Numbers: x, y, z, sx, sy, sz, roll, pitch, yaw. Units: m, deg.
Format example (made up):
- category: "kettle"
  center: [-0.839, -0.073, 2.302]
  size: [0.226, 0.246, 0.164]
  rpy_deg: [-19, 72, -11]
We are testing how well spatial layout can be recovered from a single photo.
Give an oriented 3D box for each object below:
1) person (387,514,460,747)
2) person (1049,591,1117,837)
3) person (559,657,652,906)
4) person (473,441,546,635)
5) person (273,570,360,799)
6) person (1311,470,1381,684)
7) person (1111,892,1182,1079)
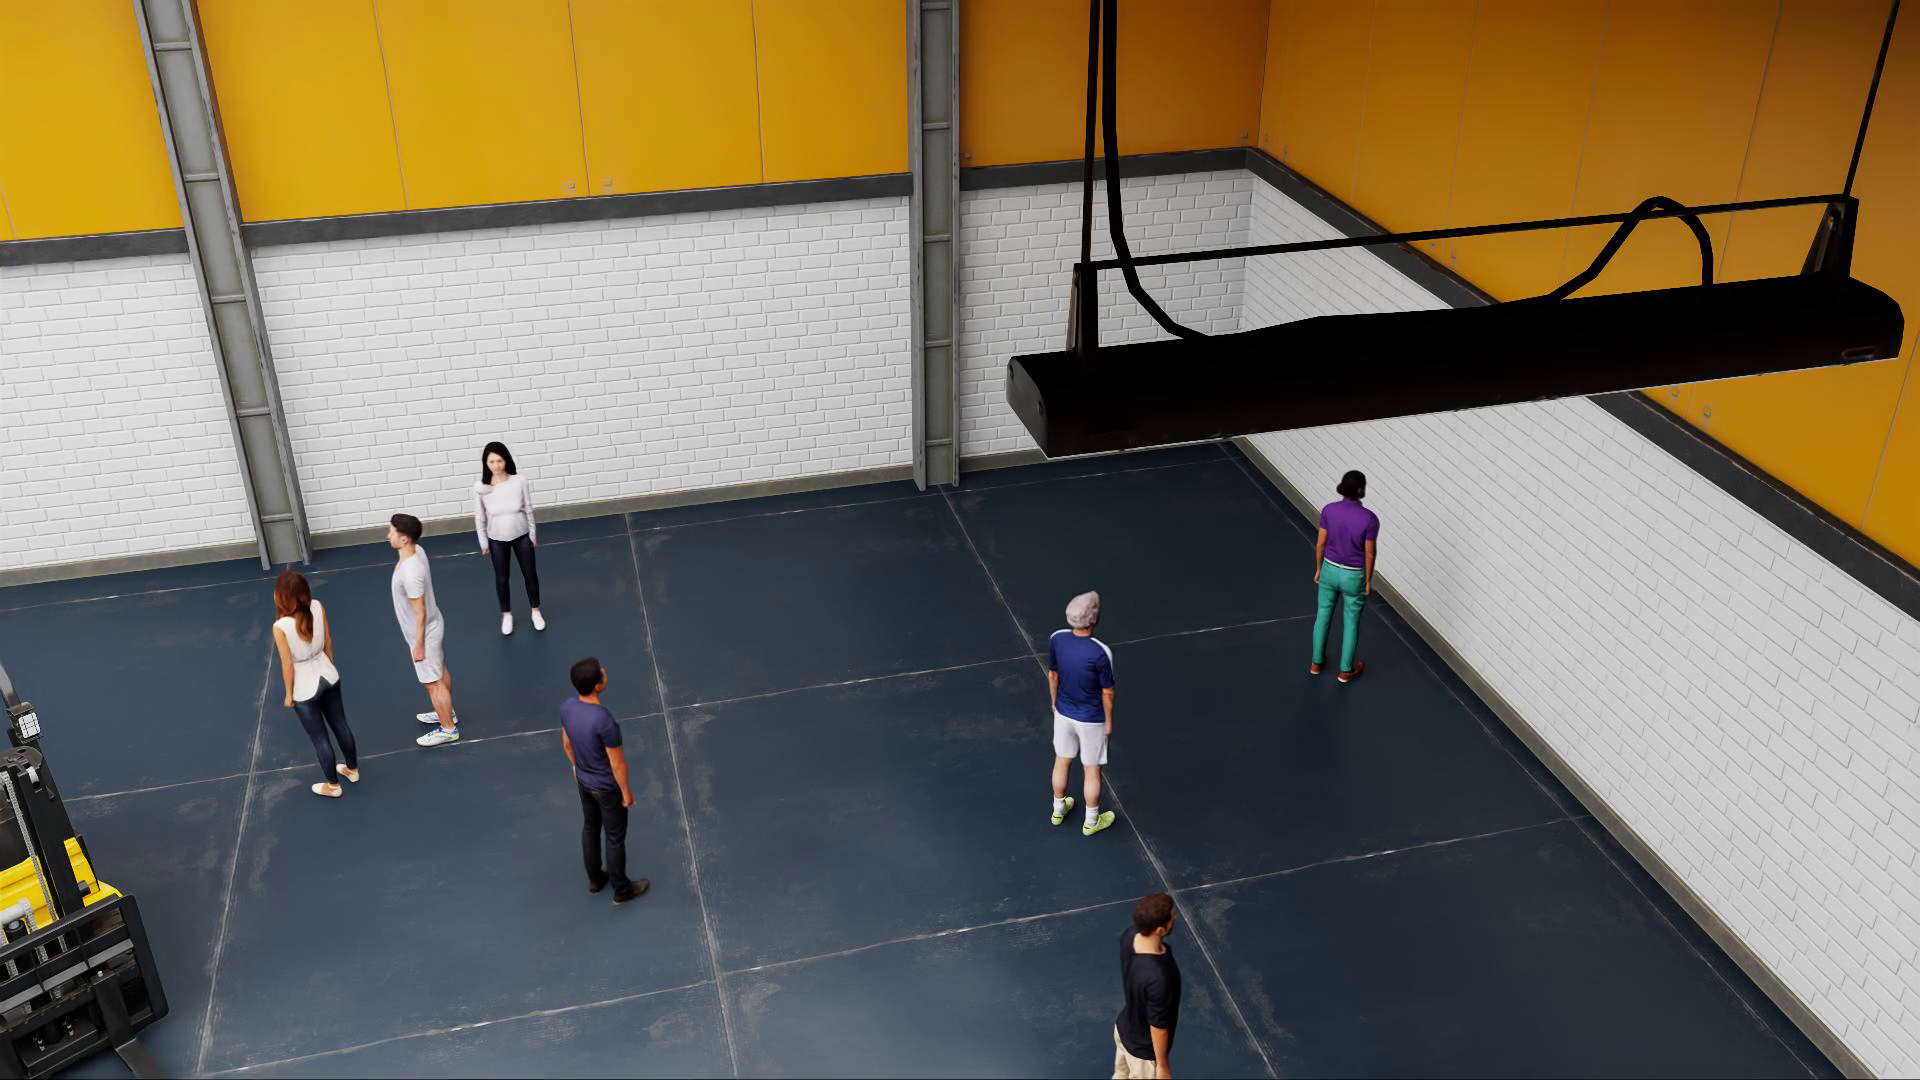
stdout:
- category: "person"
  center: [-3.913, 0.639, 12.127]
  size: [0.531, 1.854, 0.674]
  rpy_deg: [-7, 29, -13]
- category: "person"
  center: [0.816, 1.160, 11.188]
  size: [0.718, 1.838, 0.765]
  rpy_deg: [18, 33, 29]
- category: "person"
  center: [-2.293, 1.528, 10.561]
  size: [0.708, 1.793, 0.753]
  rpy_deg: [17, 33, 29]
- category: "person"
  center: [-3.661, -0.035, 13.523]
  size: [0.484, 1.701, 0.678]
  rpy_deg: [-9, 30, -16]
- category: "person"
  center: [-4.469, 0.999, 11.539]
  size: [0.726, 1.785, 0.664]
  rpy_deg: [16, 32, 26]
- category: "person"
  center: [2.974, 0.272, 12.891]
  size: [0.696, 1.767, 0.752]
  rpy_deg: [16, 33, 27]
- category: "person"
  center: [0.939, 2.571, 8.588]
  size: [0.537, 1.851, 0.629]
  rpy_deg: [-7, 29, -13]
